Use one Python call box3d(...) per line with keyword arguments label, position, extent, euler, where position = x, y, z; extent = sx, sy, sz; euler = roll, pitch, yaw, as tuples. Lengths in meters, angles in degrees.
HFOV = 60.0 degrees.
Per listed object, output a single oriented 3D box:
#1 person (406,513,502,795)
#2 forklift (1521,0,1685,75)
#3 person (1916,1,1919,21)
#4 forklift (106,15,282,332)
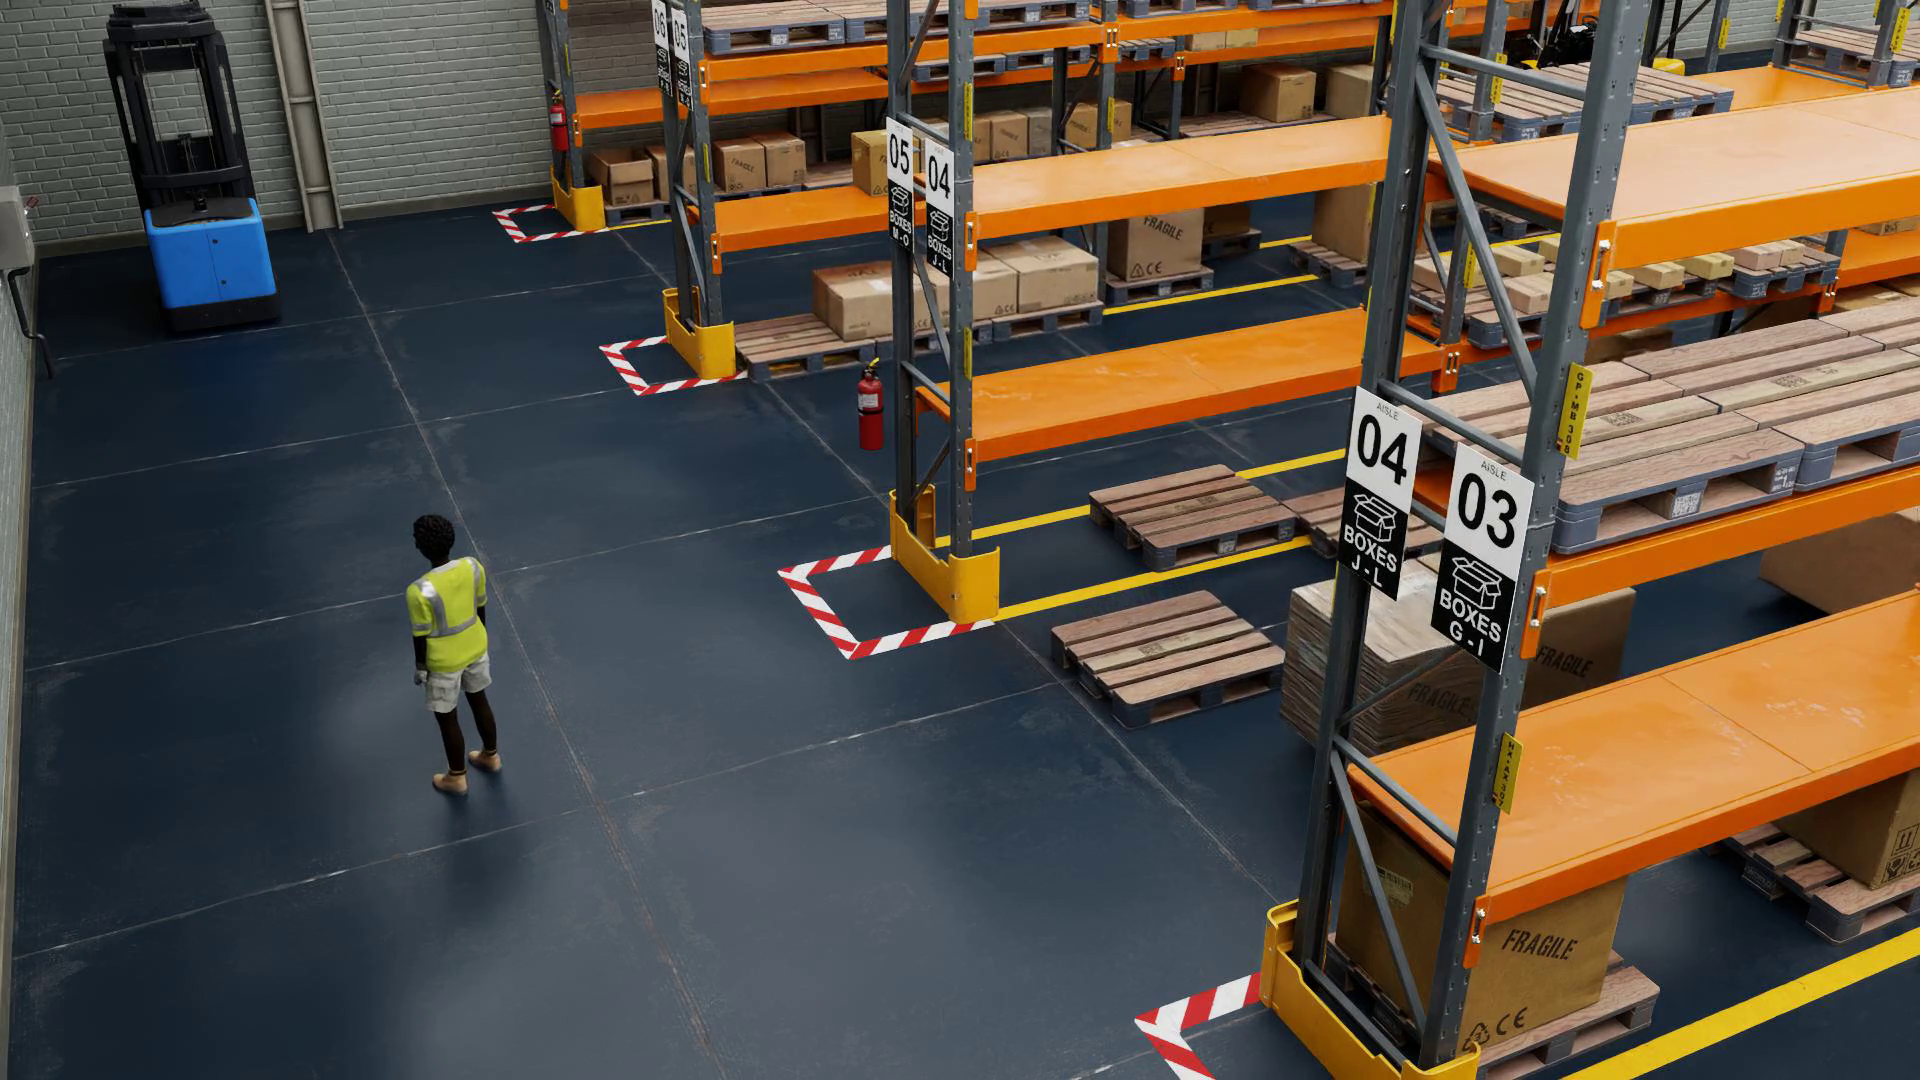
box3d(label="person", position=(-2.839, 0.636, 9.345), extent=(0.321, 1.686, 0.537), euler=(15, 31, 26))
box3d(label="forklift", position=(8.950, -6.807, 23.056), extent=(1.214, 2.155, 2.313), euler=(-12, 30, -22))
box3d(label="person", position=(16.031, -8.932, 27.431), extent=(0.800, 1.923, 0.440), euler=(-8, 29, -15))
box3d(label="forklift", position=(-7.548, -3.672, 16.323), extent=(1.129, 2.768, 1.873), euler=(-12, 30, -22))
